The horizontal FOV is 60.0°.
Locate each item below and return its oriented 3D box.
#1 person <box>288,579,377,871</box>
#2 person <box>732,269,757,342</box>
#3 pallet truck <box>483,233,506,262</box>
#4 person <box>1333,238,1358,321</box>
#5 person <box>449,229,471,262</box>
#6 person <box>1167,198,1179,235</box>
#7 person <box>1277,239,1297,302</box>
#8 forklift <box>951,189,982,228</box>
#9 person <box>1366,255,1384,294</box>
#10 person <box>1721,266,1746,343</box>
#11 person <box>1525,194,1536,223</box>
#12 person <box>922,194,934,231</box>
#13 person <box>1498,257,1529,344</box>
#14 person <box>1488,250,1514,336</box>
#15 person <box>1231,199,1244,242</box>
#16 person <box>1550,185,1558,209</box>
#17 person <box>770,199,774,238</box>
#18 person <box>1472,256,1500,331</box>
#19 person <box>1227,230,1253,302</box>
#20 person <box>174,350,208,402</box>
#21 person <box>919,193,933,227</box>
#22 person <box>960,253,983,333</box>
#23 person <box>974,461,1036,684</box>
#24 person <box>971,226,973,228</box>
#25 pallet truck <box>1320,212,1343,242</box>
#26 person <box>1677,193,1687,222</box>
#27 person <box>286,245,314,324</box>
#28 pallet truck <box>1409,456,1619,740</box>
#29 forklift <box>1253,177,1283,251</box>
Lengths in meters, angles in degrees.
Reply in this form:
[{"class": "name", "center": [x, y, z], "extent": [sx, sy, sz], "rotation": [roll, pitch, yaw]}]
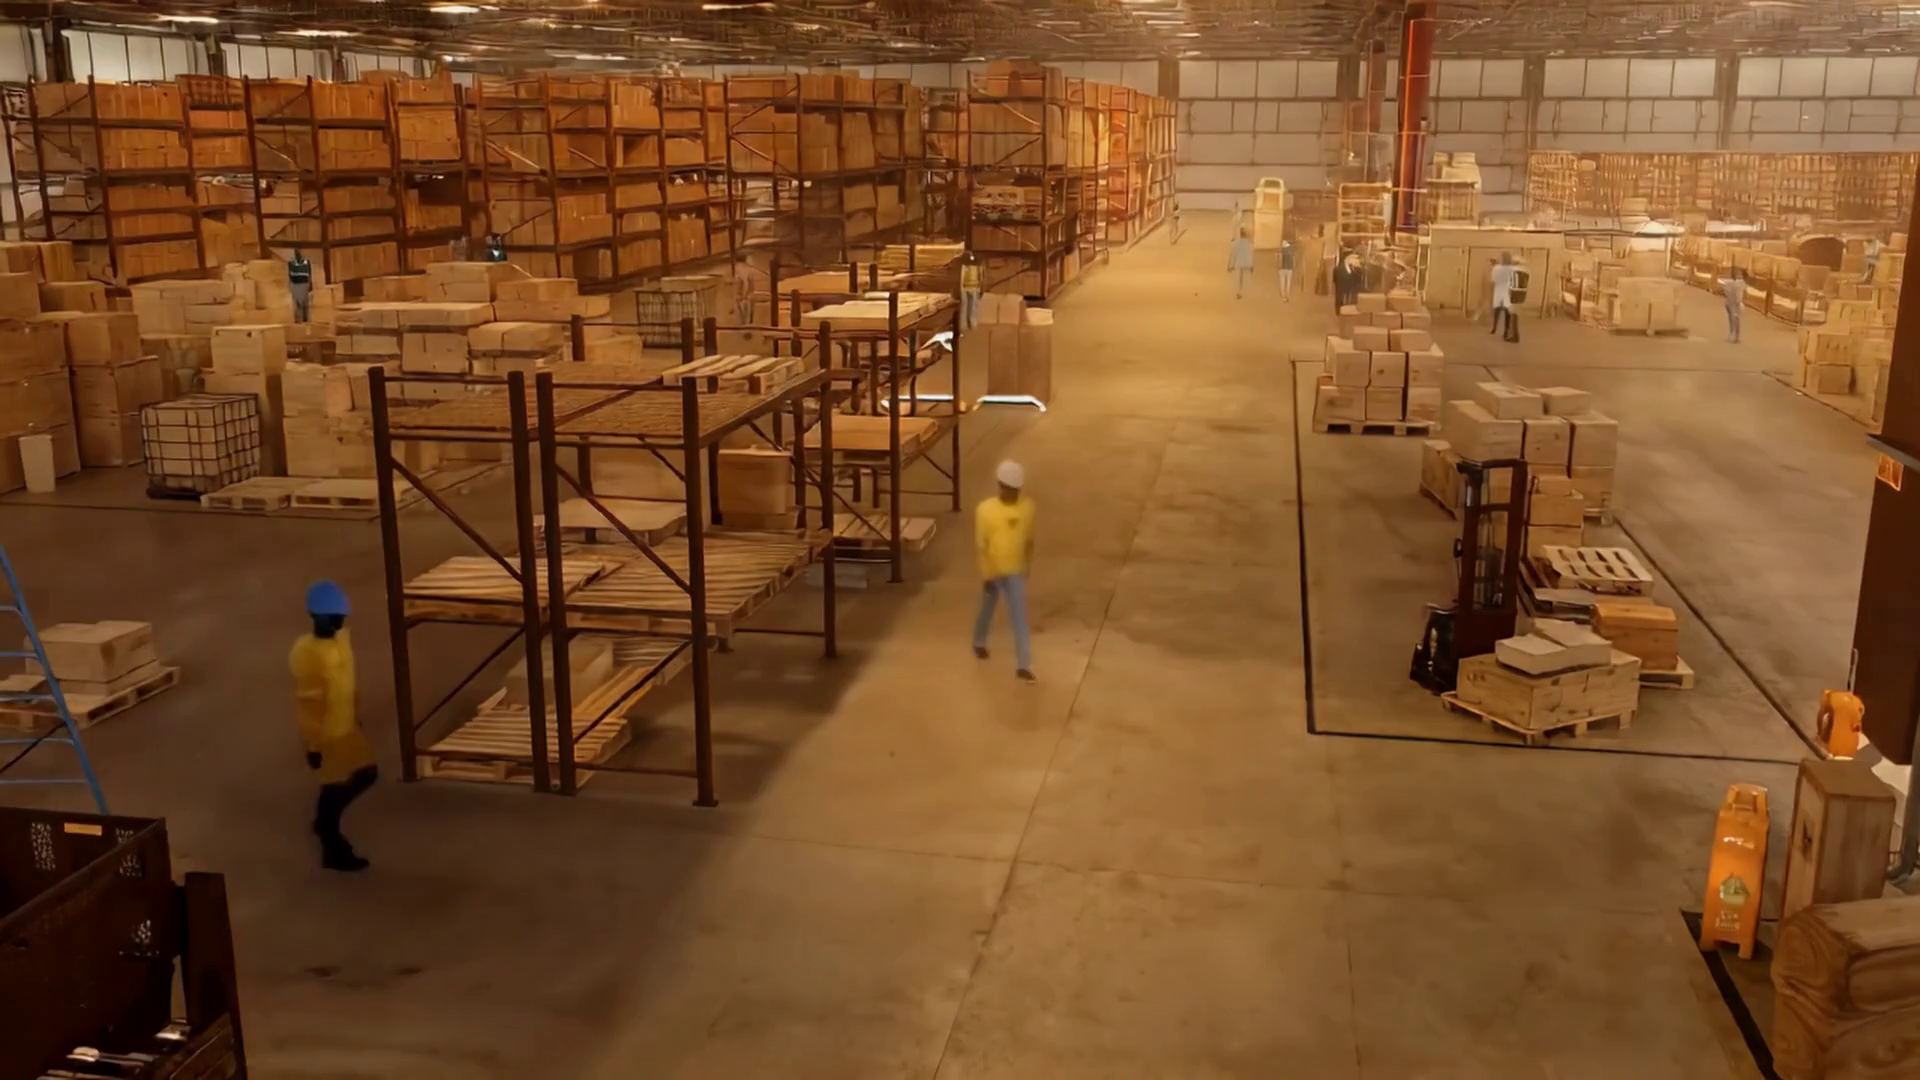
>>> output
[{"class": "person", "center": [-3.925, 1.165, 10.448], "extent": [0.417, 1.918, 0.579], "rotation": [3, 14, 12]}, {"class": "person", "center": [-4.759, -5.173, 36.774], "extent": [0.546, 1.619, 0.461], "rotation": [-2, 14, -8]}, {"class": "pallet truck", "center": [-11.832, -7.026, 43.548], "extent": [1.885, 1.965, 0.823], "rotation": [8, 16, 28]}, {"class": "person", "center": [9.532, -6.395, 40.897], "extent": [0.538, 2.000, 0.684], "rotation": [-11, 18, -38]}, {"class": "person", "center": [-14.634, -8.217, 48.767], "extent": [0.639, 1.819, 0.852], "rotation": [2, 14, 10]}, {"class": "person", "center": [9.598, -14.560, 74.820], "extent": [0.536, 1.671, 0.787], "rotation": [1, 14, 3]}, {"class": "person", "center": [8.971, -7.405, 45.660], "extent": [0.538, 1.722, 0.922], "rotation": [2, 14, 10]}, {"class": "forklift", "center": [0.217, -9.590, 52.139], "extent": [1.129, 2.768, 1.873], "rotation": [3, 14, 10]}, {"class": "person", "center": [10.389, -6.290, 41.370], "extent": [0.856, 1.584, 0.523], "rotation": [13, 19, 42]}, {"class": "person", "center": [17.169, -5.218, 36.847], "extent": [0.319, 1.693, 0.535], "rotation": [-1, 14, -2]}, {"class": "person", "center": [24.755, -14.005, 72.084], "extent": [0.841, 1.895, 0.634], "rotation": [-9, 17, -33]}, {"class": "person", "center": [-1.448, -14.819, 75.525], "extent": [0.590, 1.833, 0.403], "rotation": [-4, 14, -15]}, {"class": "person", "center": [12.223, -5.301, 36.769], "extent": [0.638, 1.899, 0.754], "rotation": [-6, 15, -23]}, {"class": "person", "center": [12.391, -5.632, 37.949], "extent": [0.605, 1.966, 0.367], "rotation": [10, 17, 36]}, {"class": "person", "center": [11.598, -13.372, 69.682], "extent": [0.403, 1.826, 0.592], "rotation": [-10, 17, -35]}, {"class": "person", "center": [31.442, -17.922, 88.098], "extent": [0.372, 1.843, 0.570], "rotation": [-2, 14, -9]}, {"class": "person", "center": [-7.069, -12.166, 64.362], "extent": [0.666, 2.024, 0.630], "rotation": [2, 14, 10]}, {"class": "person", "center": [12.415, -5.805, 39.116], "extent": [0.673, 1.740, 0.522], "rotation": [12, 18, 40]}, {"class": "person", "center": [7.764, -7.588, 45.959], "extent": [0.618, 1.949, 1.016], "rotation": [10, 17, 34]}, {"class": "person", "center": [-10.675, -1.849, 23.260], "extent": [0.529, 1.626, 0.393], "rotation": [4, 14, 16]}, {"class": "person", "center": [-1.703, -16.263, 81.263], "extent": [0.622, 1.909, 1.106], "rotation": [9, 16, 32]}, {"class": "person", "center": [0.262, -5.714, 38.524], "extent": [0.609, 1.839, 0.943], "rotation": [-2, 14, -8]}, {"class": "person", "center": [0.376, 0.223, 14.376], "extent": [0.582, 1.880, 1.023], "rotation": [-5, 15, -19]}, {"class": "person", "center": [0.487, -11.697, 63.177], "extent": [0.567, 1.668, 0.550], "rotation": [-10, 17, -34]}, {"class": "pallet truck", "center": [15.874, -13.227, 70.310], "extent": [0.680, 1.201, 1.601], "rotation": [10, 17, 35]}, {"class": "person", "center": [33.312, -15.086, 76.660], "extent": [0.527, 1.810, 0.611], "rotation": [9, 17, 33]}, {"class": "person", "center": [-16.005, -6.196, 40.363], "extent": [0.593, 1.910, 0.385], "rotation": [-12, 18, -40]}, {"class": "pallet truck", "center": [4.504, 0.400, 13.395], "extent": [0.823, 1.965, 1.885], "rotation": [-6, 15, -23]}, {"class": "forklift", "center": [12.083, -12.747, 64.956], "extent": [1.129, 2.768, 1.873], "rotation": [3, 14, 10]}]
